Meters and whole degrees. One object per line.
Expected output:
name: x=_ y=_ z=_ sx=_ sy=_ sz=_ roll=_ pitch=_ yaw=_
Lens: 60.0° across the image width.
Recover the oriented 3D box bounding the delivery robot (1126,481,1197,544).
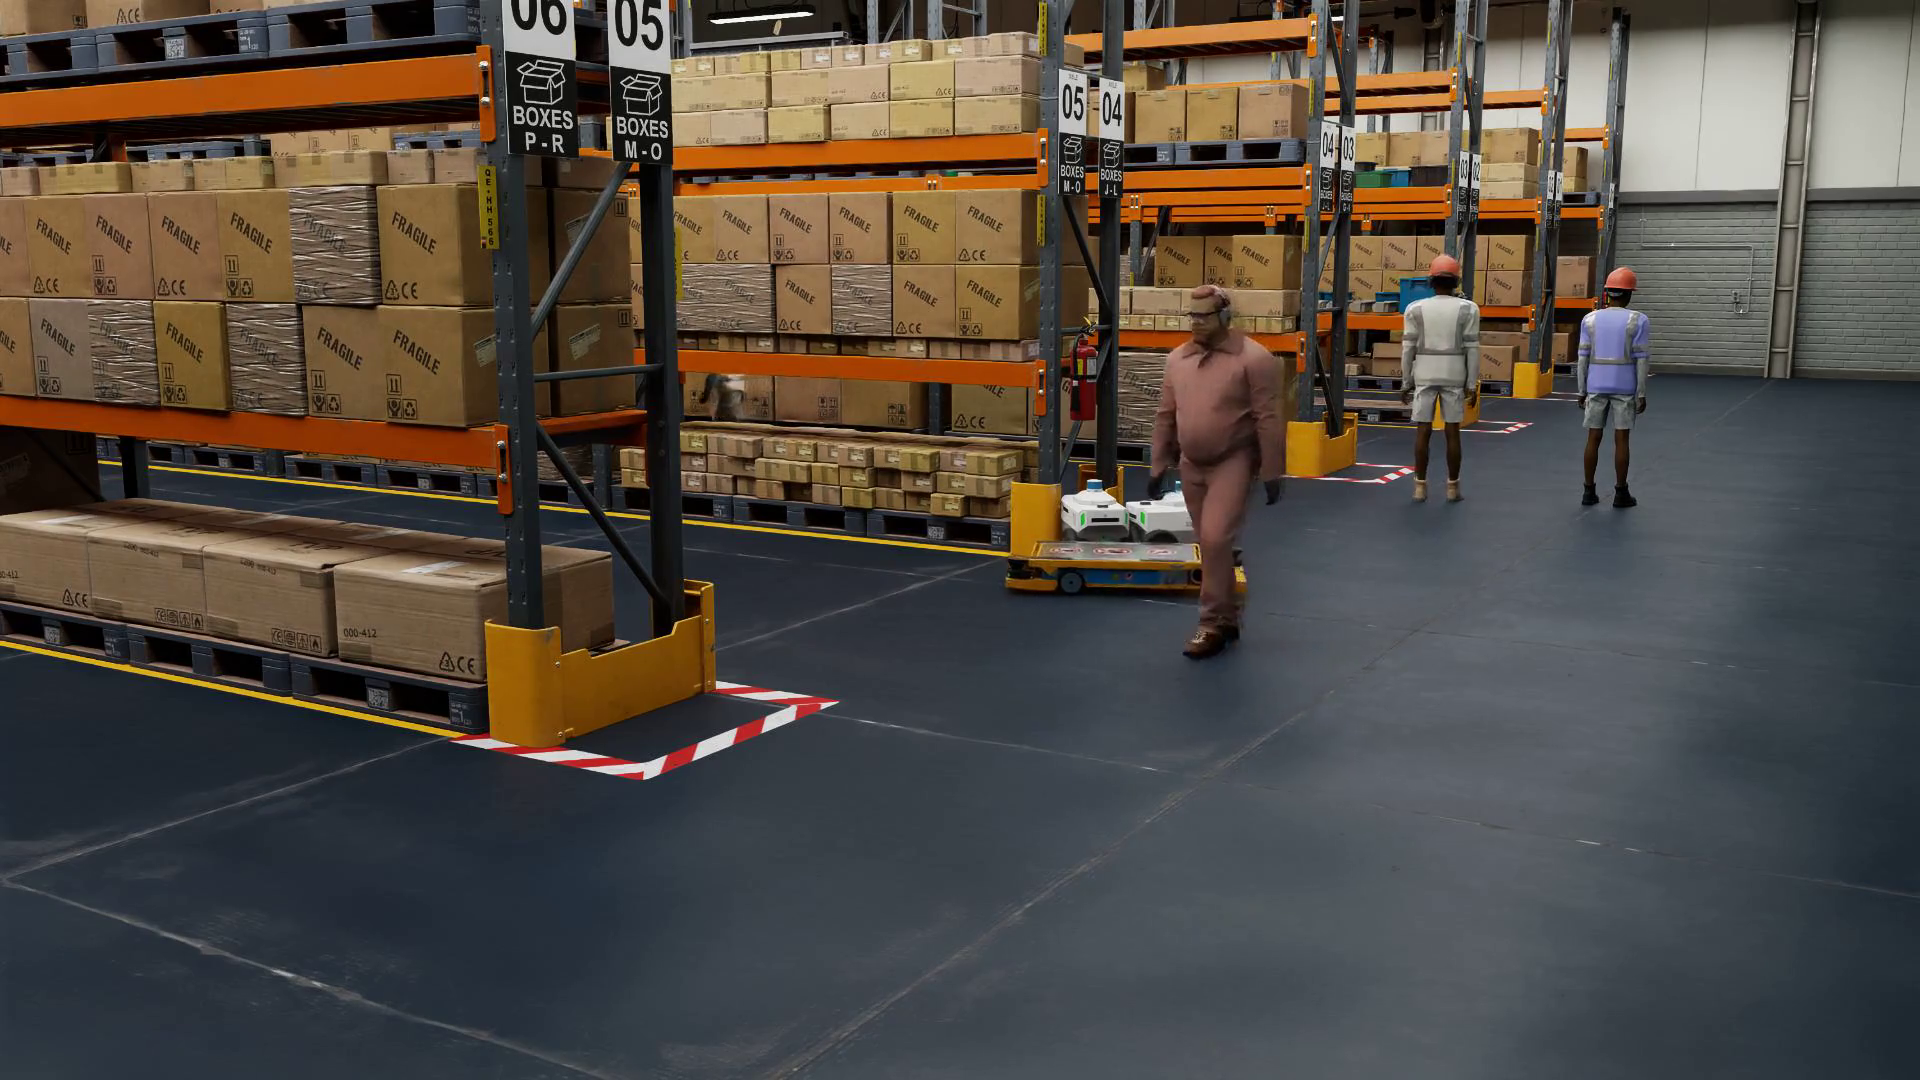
delivery robot: x=1.458 y=-0.144 z=10.895 sx=0.707 sy=0.478 sz=0.477 roll=-2 pitch=10 yaw=-13

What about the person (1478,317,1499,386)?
person: x=7.901 y=-3.317 z=25.804 sx=1.024 sy=1.916 sz=0.609 roll=5 pitch=11 yaw=28

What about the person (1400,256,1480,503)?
person: x=3.972 y=-1.322 z=13.788 sx=0.622 sy=2.027 sz=0.609 roll=3 pitch=10 yaw=19

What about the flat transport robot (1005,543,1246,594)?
flat transport robot: x=1.020 y=0.162 z=10.207 sx=1.431 sy=0.197 sz=0.652 roll=1 pitch=10 yaw=7

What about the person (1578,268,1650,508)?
person: x=5.304 y=-1.233 z=13.505 sx=0.551 sy=1.935 sz=0.372 roll=7 pitch=12 yaw=36

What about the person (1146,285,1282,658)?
person: x=1.235 y=-0.352 z=8.505 sx=0.682 sy=1.875 sz=0.785 roll=10 pitch=14 yaw=44

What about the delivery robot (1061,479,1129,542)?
delivery robot: x=0.883 y=-0.156 z=10.967 sx=0.477 sy=0.478 sz=0.707 roll=-1 pitch=10 yaw=-7

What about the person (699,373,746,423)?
person: x=-2.219 y=-1.358 z=15.230 sx=0.836 sy=1.600 sz=0.518 roll=1 pitch=10 yaw=5
